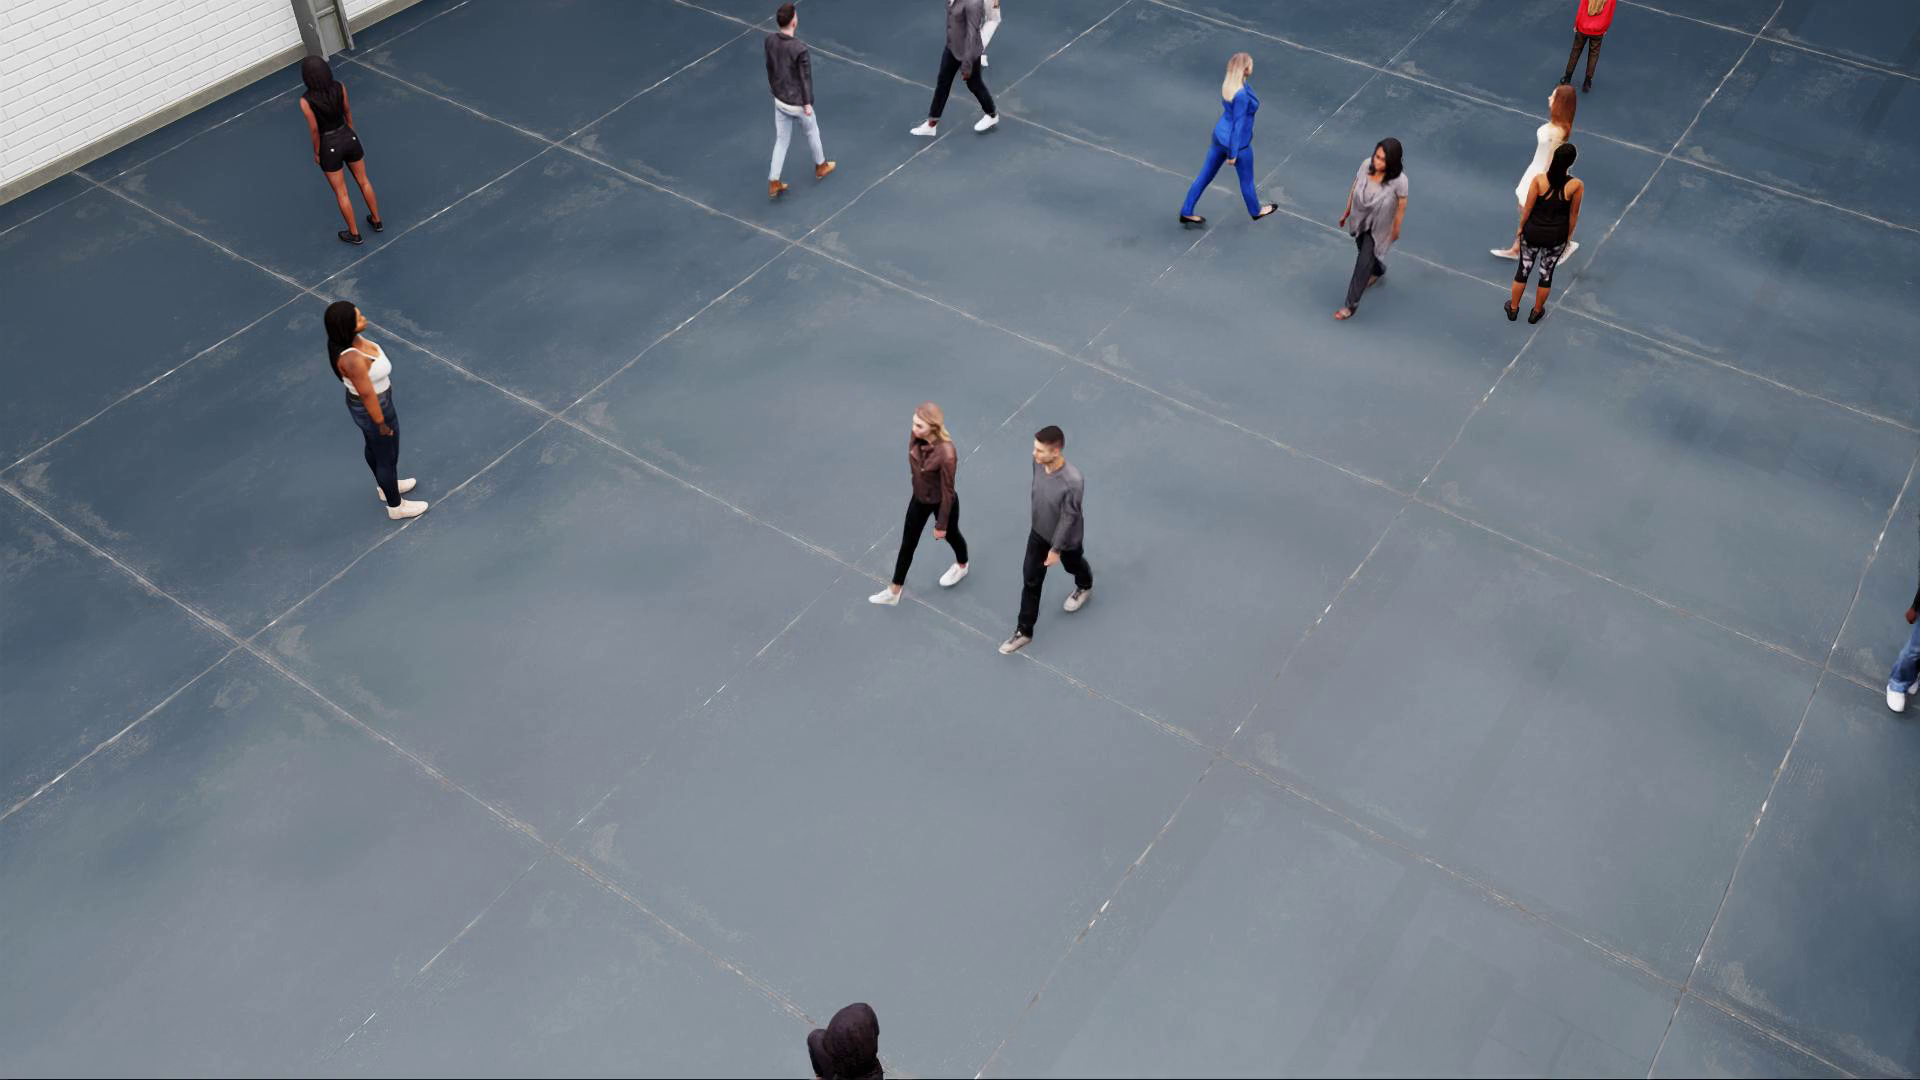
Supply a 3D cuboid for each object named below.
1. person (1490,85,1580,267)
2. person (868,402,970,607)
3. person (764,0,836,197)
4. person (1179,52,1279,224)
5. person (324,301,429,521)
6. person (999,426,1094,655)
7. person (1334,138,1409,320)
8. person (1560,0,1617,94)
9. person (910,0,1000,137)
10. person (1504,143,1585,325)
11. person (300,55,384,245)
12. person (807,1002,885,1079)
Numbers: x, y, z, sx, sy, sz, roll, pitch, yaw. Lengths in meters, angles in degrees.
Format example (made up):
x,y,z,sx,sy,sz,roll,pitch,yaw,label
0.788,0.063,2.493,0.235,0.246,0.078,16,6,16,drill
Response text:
x,y,z,sx,sy,sz,roll,pitch,yaw,label
5.048,-3.063,14.145,0.799,1.697,0.933,13,45,13,person
-0.100,-0.277,11.243,1.122,1.664,0.807,-31,52,-28,person
-1.563,-3.914,14.962,0.701,1.802,1.033,24,49,23,person
2.278,-3.457,14.584,1.204,1.661,1.099,-10,44,-10,person
-4.200,-0.932,11.825,0.749,1.810,0.736,-20,47,-20,person
0.702,-0.072,10.993,0.711,1.713,1.180,33,53,30,person
3.478,-2.663,13.814,1.126,1.574,0.838,-27,50,-26,person
6.299,-5.106,16.591,0.533,1.280,0.544,14,45,14,person
0.119,-4.632,15.747,1.285,1.757,1.056,-22,48,-21,person
4.782,-2.514,13.595,0.633,1.658,0.599,13,45,14,person
-5.415,-3.406,14.472,0.653,1.740,0.437,27,50,26,person
-0.582,2.802,7.931,0.624,1.774,0.975,24,49,23,person
